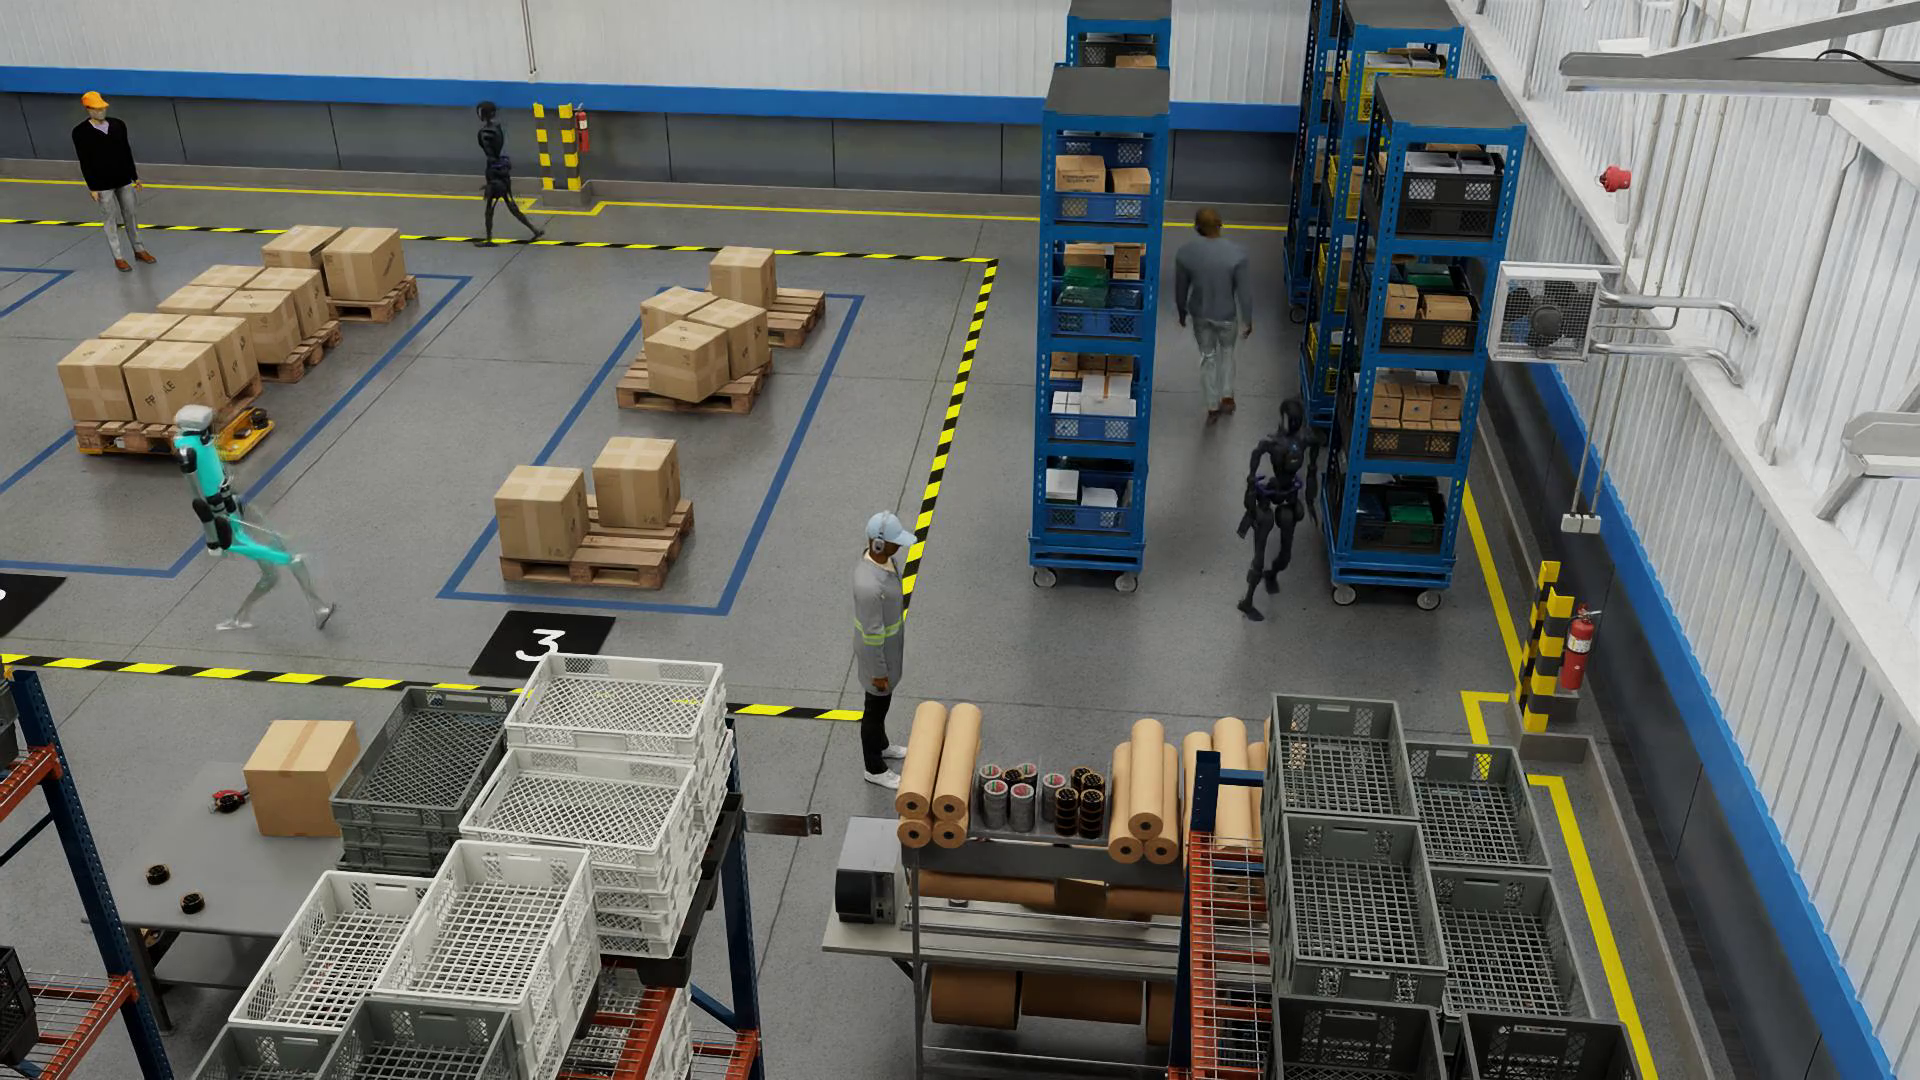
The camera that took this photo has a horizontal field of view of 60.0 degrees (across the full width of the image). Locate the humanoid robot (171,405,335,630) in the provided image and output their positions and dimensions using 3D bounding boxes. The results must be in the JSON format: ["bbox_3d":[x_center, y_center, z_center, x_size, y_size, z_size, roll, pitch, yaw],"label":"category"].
[{"bbox_3d":[-4.783,-0.124,11.451,0.974,1.772,0.534,-4,30,-7],"label":"humanoid robot"}]

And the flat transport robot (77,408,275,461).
[{"bbox_3d":[-6.728,-0.944,14.268,1.431,0.197,0.652,3,30,6],"label":"flat transport robot"}]

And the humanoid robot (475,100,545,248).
[{"bbox_3d":[-5.019,-3.993,18.185,0.772,1.634,0.589,-2,30,-4],"label":"humanoid robot"}]

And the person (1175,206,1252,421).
[{"bbox_3d":[2.194,-1.960,14.429,0.708,1.890,0.503,8,31,13],"label":"person"}]

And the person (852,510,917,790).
[{"bbox_3d":[-0.446,0.645,9.995,0.388,1.850,0.587,2,30,4],"label":"person"}]

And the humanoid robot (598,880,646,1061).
[{"bbox_3d":[-1.615,2.076,7.714,0.571,1.632,0.583,-17,34,-26],"label":"humanoid robot"}]

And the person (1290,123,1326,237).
[{"bbox_3d":[3.678,-3.802,17.533,0.369,1.958,0.595,7,31,12],"label":"person"}]

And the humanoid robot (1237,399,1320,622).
[{"bbox_3d":[2.235,-0.267,11.761,0.608,1.637,0.483,-10,32,-17],"label":"humanoid robot"}]

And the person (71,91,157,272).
[{"bbox_3d":[-8.961,-3.799,17.595,0.362,1.884,0.586,19,35,29],"label":"person"}]

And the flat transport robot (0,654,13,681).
[{"bbox_3d":[-7.142,0.969,11.010,1.431,0.231,0.659,3,30,6],"label":"flat transport robot"}]
